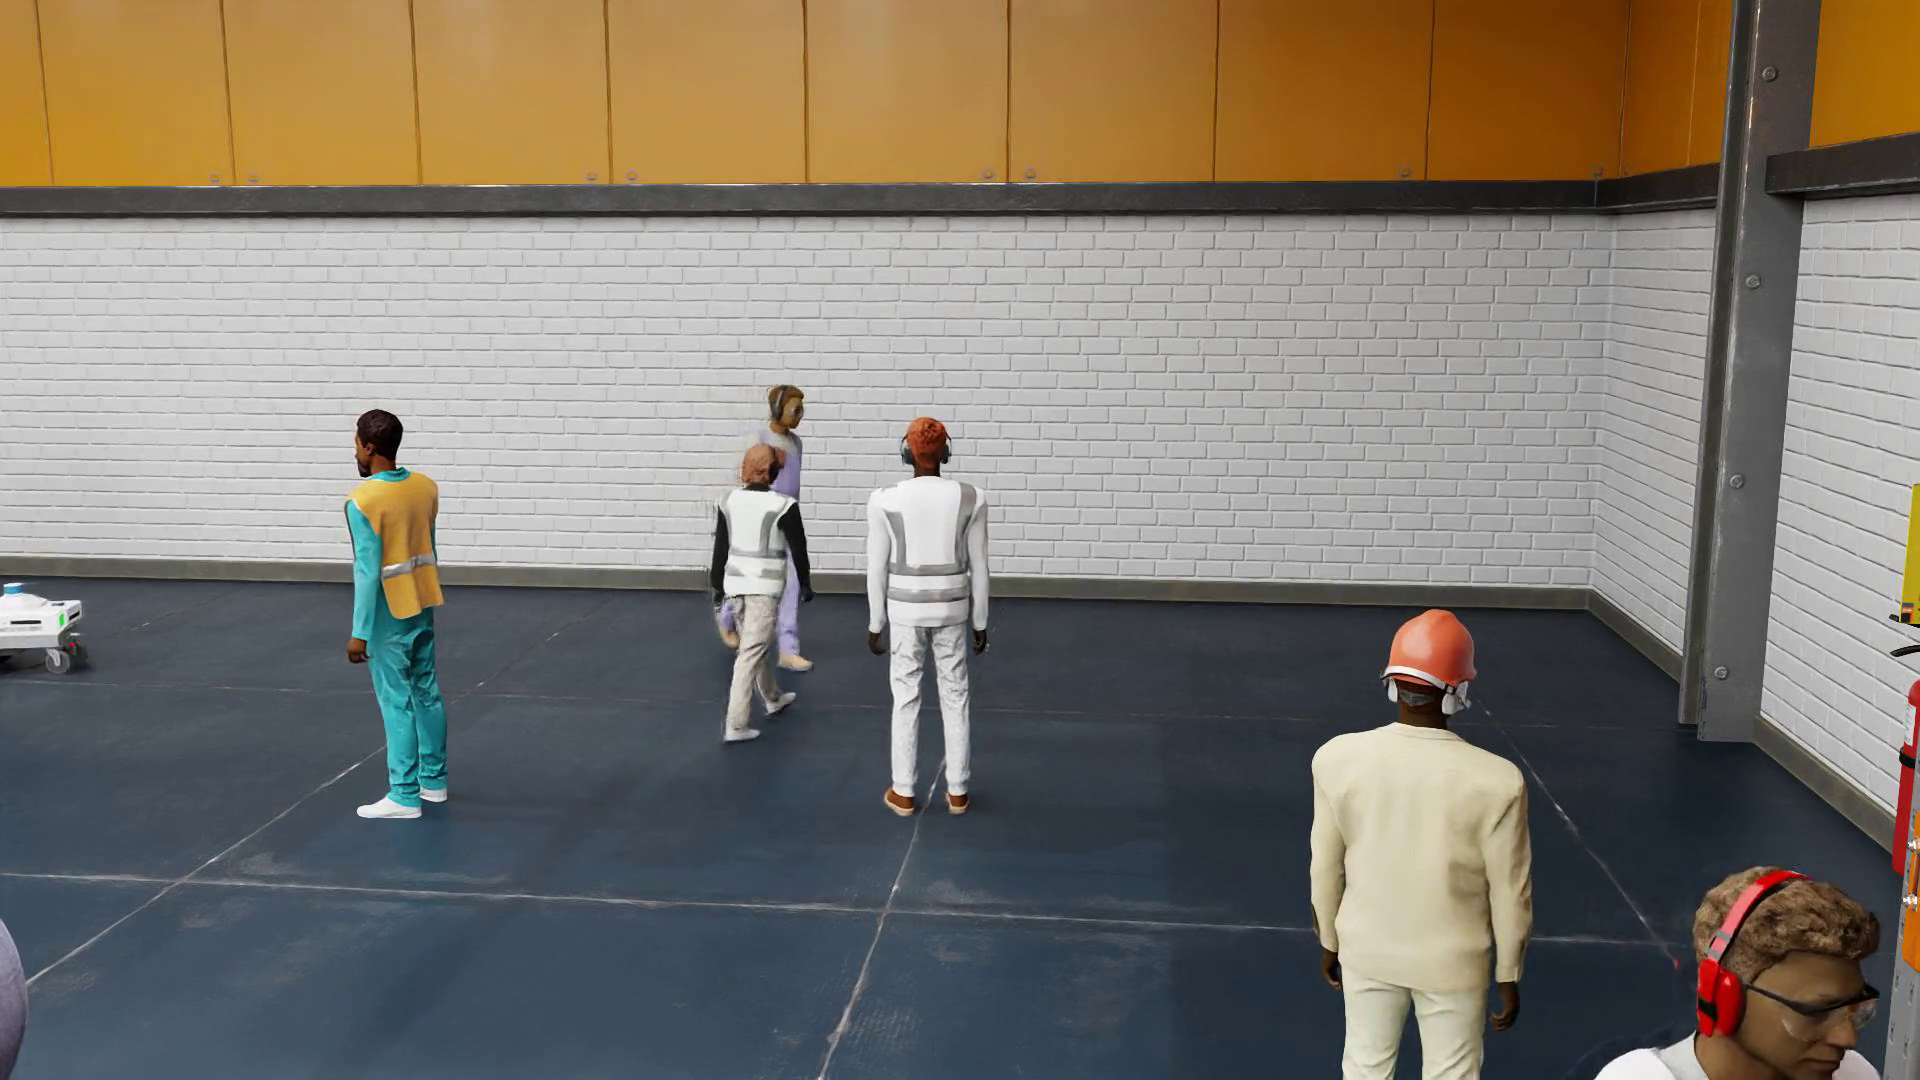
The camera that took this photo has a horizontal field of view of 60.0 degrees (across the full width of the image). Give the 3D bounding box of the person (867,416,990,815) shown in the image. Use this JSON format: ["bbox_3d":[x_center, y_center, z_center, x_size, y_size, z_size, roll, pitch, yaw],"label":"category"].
[{"bbox_3d":[-0.147,0.360,7.814,0.576,1.881,0.340,-1,10,-7],"label":"person"}]

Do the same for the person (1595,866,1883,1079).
[{"bbox_3d":[1.052,1.327,2.424,0.579,1.824,0.496,-5,11,-26],"label":"person"}]

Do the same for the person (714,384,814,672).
[{"bbox_3d":[-1.249,-0.094,10.603,0.777,1.818,0.542,8,13,38],"label":"person"}]

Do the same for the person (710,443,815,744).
[{"bbox_3d":[-1.054,0.272,9.110,0.519,1.598,0.840,6,12,32],"label":"person"}]

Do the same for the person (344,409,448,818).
[{"bbox_3d":[-2.627,0.348,7.769,0.392,1.920,0.587,3,10,16],"label":"person"}]

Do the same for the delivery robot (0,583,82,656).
[{"bbox_3d":[-5.929,0.514,10.449,0.707,0.478,0.477,-1,10,-8],"label":"delivery robot"}]

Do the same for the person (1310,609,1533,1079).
[{"bbox_3d":[1.177,1.041,4.270,0.561,1.752,0.324,6,11,30],"label":"person"}]
